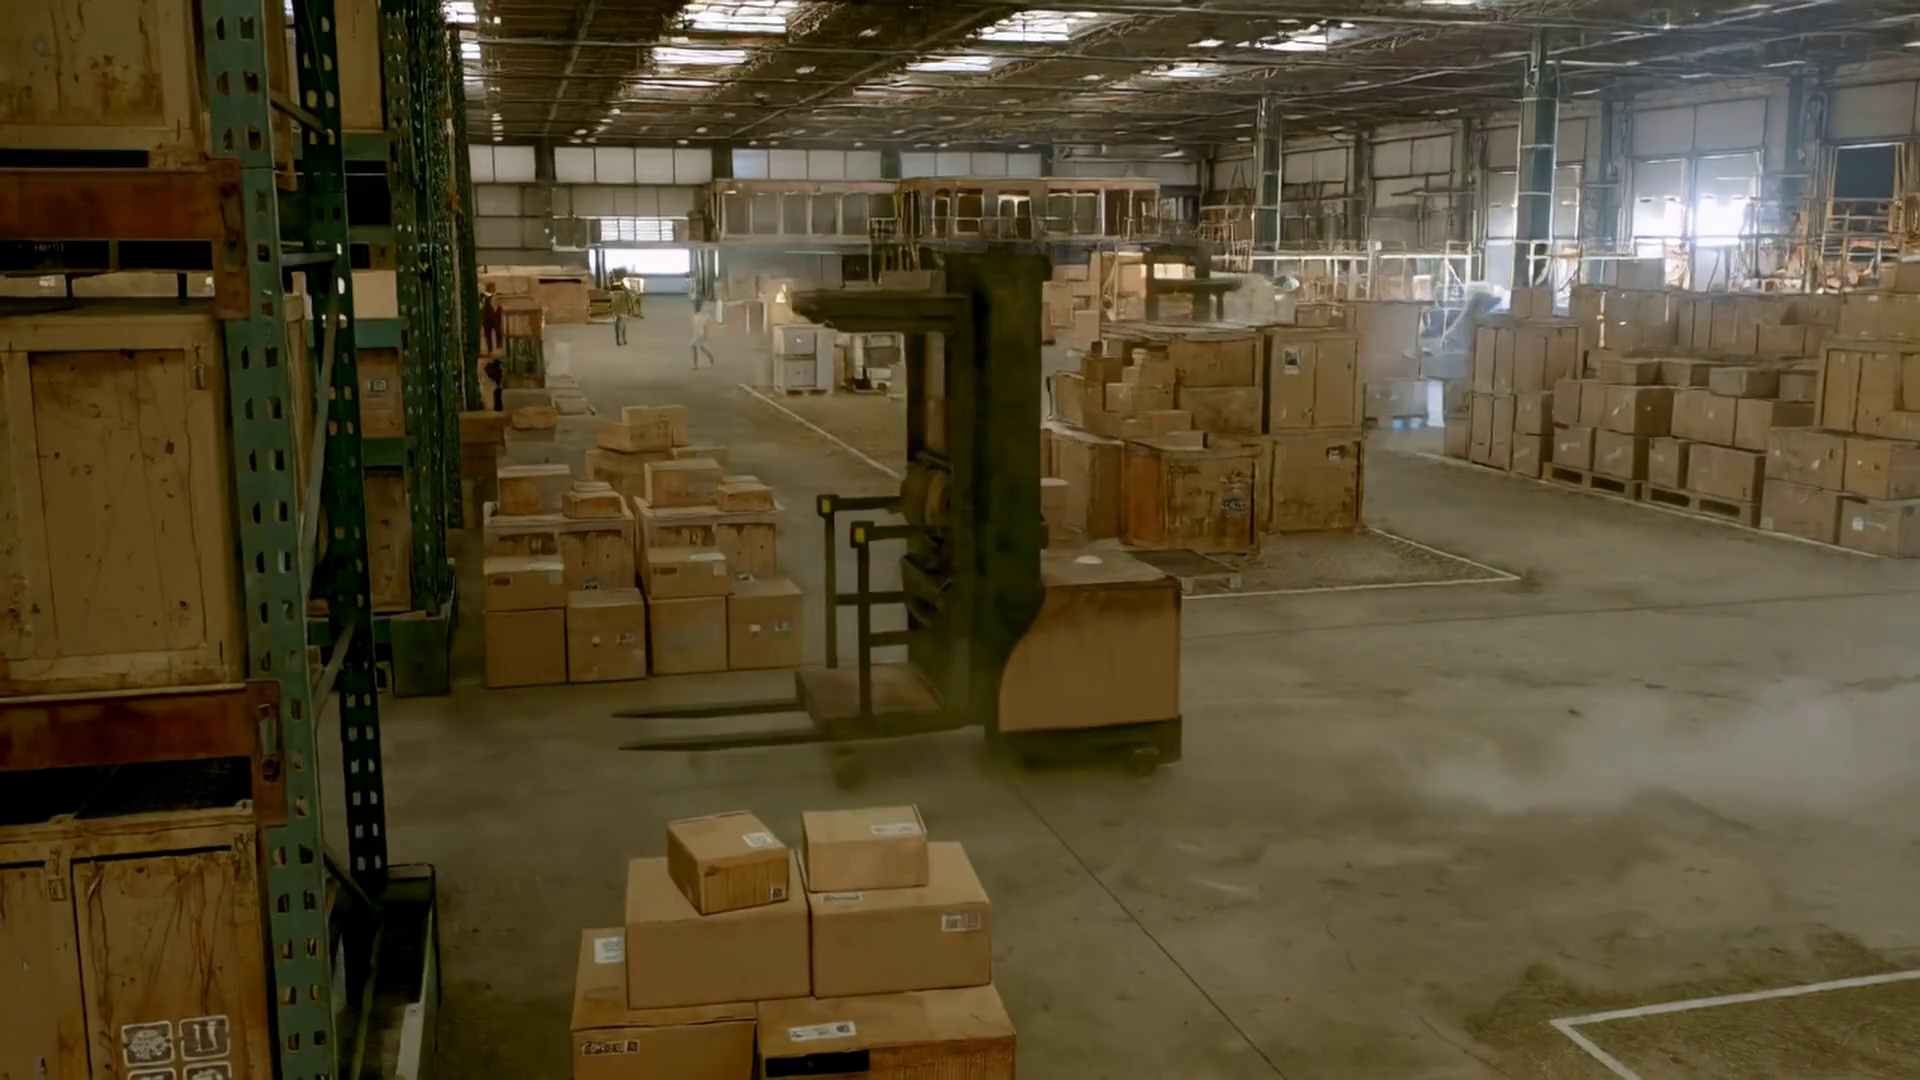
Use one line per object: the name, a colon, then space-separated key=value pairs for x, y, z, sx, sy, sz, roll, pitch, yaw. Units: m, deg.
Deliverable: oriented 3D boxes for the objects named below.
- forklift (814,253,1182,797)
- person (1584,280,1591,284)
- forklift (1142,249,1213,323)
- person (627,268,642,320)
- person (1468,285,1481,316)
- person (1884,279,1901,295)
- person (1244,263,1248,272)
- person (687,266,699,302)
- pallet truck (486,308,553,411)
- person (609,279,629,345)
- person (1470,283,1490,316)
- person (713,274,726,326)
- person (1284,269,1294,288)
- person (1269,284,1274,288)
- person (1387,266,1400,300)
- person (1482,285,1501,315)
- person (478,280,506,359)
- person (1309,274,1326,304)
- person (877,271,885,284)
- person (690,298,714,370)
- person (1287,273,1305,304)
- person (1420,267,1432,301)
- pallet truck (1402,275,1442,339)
forklift: x=0.199 y=-0.164 z=9.100 sx=1.873 sy=2.768 sz=1.129 roll=-3 pitch=10 yaw=-14
person: x=19.065 y=-6.984 z=50.652 sx=0.506 sy=1.847 sz=0.345 roll=-4 pitch=11 yaw=-24
forklift: x=3.033 y=-2.696 z=23.439 sx=1.129 sy=2.768 sz=1.873 roll=-3 pitch=10 yaw=-15
person: x=-12.707 y=-9.584 z=64.810 sx=0.609 sy=2.043 sz=0.397 roll=-7 pitch=12 yaw=-34
person: x=16.564 y=-7.367 z=53.401 sx=0.527 sy=1.642 sz=0.914 roll=5 pitch=11 yaw=26
person: x=26.655 y=-6.479 z=47.529 sx=0.545 sy=1.938 sz=0.362 roll=-3 pitch=10 yaw=-16
person: x=16.301 y=-14.876 z=95.090 sx=0.629 sy=1.941 sz=1.052 roll=-1 pitch=10 yaw=-6
person: x=-13.571 y=-13.008 z=84.682 sx=0.603 sy=1.868 sz=0.414 roll=-2 pitch=10 yaw=-11
pallet truck: x=-6.242 y=-2.418 z=24.362 sx=0.823 sy=1.965 sz=1.885 roll=1 pitch=10 yaw=3
person: x=-9.925 y=-6.638 z=48.534 sx=0.574 sy=1.896 sz=0.931 roll=0 pitch=10 yaw=0
person: x=13.898 y=-5.846 z=44.068 sx=1.003 sy=1.885 sz=0.653 roll=-9 pitch=13 yaw=-41
person: x=-8.726 y=-8.677 z=60.215 sx=0.322 sy=1.862 sz=0.516 roll=7 pitch=12 yaw=35
person: x=14.274 y=-10.770 z=71.998 sx=0.978 sy=1.870 sz=0.610 roll=-2 pitch=10 yaw=-14
person: x=9.753 y=-7.188 z=52.169 sx=0.493 sy=1.714 sz=0.784 roll=4 pitch=11 yaw=22
person: x=20.858 y=-12.227 z=80.088 sx=0.628 sy=1.931 sz=0.448 roll=-1 pitch=10 yaw=-5
person: x=13.861 y=-5.678 z=43.210 sx=0.955 sy=1.854 sz=0.605 roll=-2 pitch=10 yaw=-11
person: x=-11.953 y=-5.675 z=42.684 sx=0.697 sy=2.000 sz=0.858 roll=3 pitch=10 yaw=14
person: x=13.448 y=-9.071 z=62.533 sx=0.639 sy=1.821 sz=0.627 roll=-1 pitch=10 yaw=-8
person: x=-2.796 y=-8.658 z=59.706 sx=0.396 sy=1.993 sz=0.617 roll=8 pitch=13 yaw=37
person: x=-6.052 y=-4.798 z=38.727 sx=0.540 sy=1.677 sz=0.521 roll=8 pitch=13 yaw=38
person: x=11.949 y=-8.544 z=59.322 sx=0.634 sy=1.909 sz=0.866 roll=3 pitch=10 yaw=17
person: x=21.274 y=-11.482 z=75.924 sx=0.546 sy=1.923 sz=0.476 roll=0 pitch=10 yaw=-2
pallet truck: x=14.620 y=-7.324 z=52.145 sx=0.823 sy=1.965 sz=1.885 roll=8 pitch=13 yaw=40
